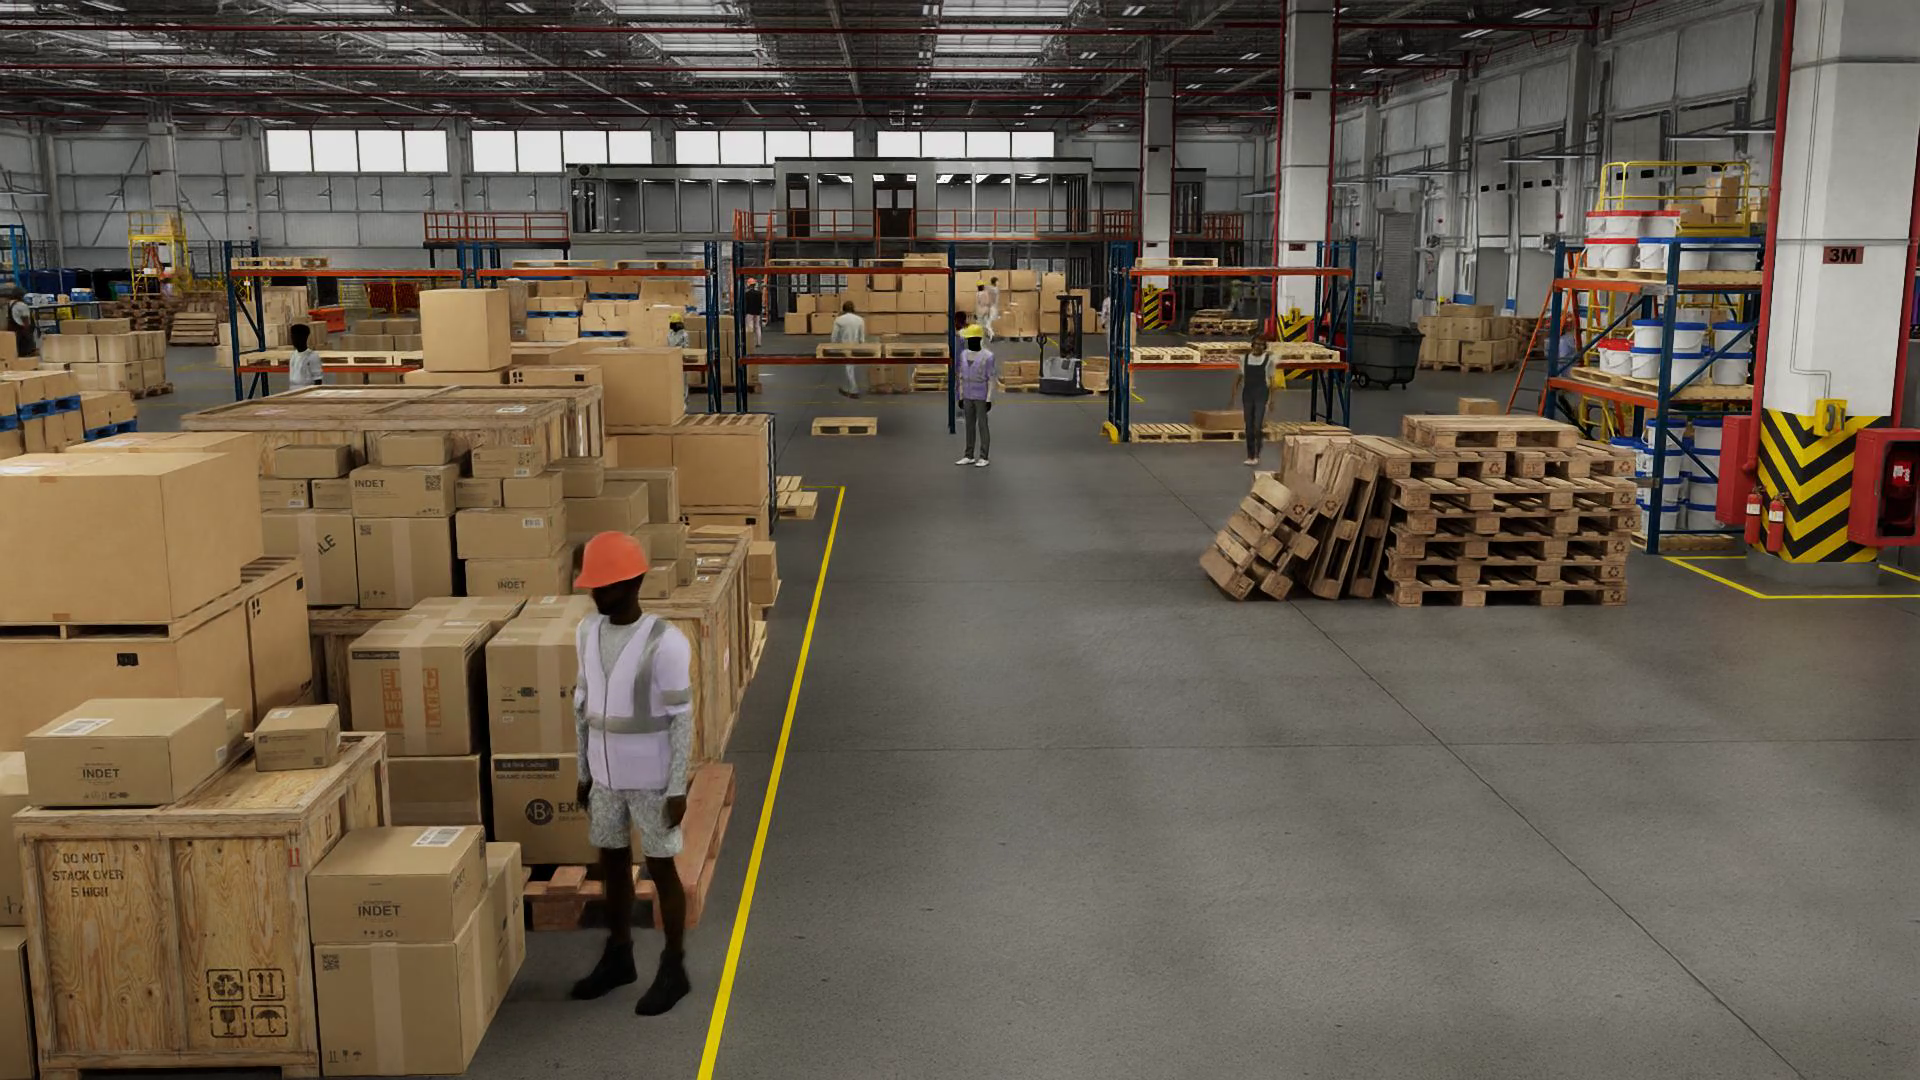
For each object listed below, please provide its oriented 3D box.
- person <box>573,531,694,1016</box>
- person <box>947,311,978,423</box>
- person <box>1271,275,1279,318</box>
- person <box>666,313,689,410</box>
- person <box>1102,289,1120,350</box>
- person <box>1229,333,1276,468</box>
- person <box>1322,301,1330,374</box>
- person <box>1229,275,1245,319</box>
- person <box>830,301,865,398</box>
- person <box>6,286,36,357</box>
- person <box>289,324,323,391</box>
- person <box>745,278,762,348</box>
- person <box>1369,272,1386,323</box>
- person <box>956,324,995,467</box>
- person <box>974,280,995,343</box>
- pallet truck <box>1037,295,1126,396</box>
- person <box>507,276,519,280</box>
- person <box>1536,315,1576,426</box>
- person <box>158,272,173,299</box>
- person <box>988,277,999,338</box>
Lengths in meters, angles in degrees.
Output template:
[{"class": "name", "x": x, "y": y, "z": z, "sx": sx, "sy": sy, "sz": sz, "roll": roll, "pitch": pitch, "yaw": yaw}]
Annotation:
[{"class": "person", "x": -1.310, "y": 0.912, "z": 6.538, "sx": 0.552, "sy": 1.932, "sz": 0.378, "roll": 6, "pitch": 12, "yaw": 29}, {"class": "person", "x": -0.012, "y": -2.896, "z": 27.911, "sx": 0.770, "sy": 1.874, "sz": 0.639, "roll": 5, "pitch": 11, "yaw": 24}, {"class": "person", "x": 11.457, "y": -8.761, "z": 60.415, "sx": 0.358, "sy": 1.938, "sz": 0.542, "roll": 3, "pitch": 11, "yaw": 17}, {"class": "person", "x": -5.119, "y": -3.221, "z": 30.088, "sx": 0.485, "sy": 1.746, "sz": 0.289, "roll": 5, "pitch": 11, "yaw": 26}, {"class": "person", "x": 4.071, "y": -5.746, "z": 44.011, "sx": 0.649, "sy": 1.792, "sz": 0.951, "roll": 0, "pitch": 10, "yaw": 0}, {"class": "person", "x": 3.925, "y": -1.877, "z": 22.394, "sx": 0.558, "sy": 1.812, "sz": 0.688, "roll": 6, "pitch": 12, "yaw": 30}, {"class": "person", "x": 8.364, "y": -4.654, "z": 38.209, "sx": 0.534, "sy": 1.697, "sz": 0.318, "roll": -1, "pitch": 10, "yaw": -3}, {"class": "person", "x": 10.819, "y": -9.513, "z": 64.997, "sx": 0.627, "sy": 1.810, "sz": 0.935, "roll": 10, "pitch": 14, "yaw": 44}, {"class": "person", "x": -2.182, "y": -3.713, "z": 32.453, "sx": 0.646, "sy": 1.892, "sz": 1.014, "roll": -6, "pitch": 12, "yaw": -30}, {"class": "person", "x": -21.573, "y": -4.828, "z": 38.216, "sx": 0.701, "sy": 2.000, "sz": 0.596, "roll": 7, "pitch": 12, "yaw": 33}, {"class": "person", "x": -8.654, "y": -1.874, "z": 21.964, "sx": 0.612, "sy": 1.965, "sz": 0.362, "roll": 7, "pitch": 12, "yaw": 35}, {"class": "person", "x": -5.911, "y": -6.452, "z": 47.385, "sx": 0.610, "sy": 1.996, "sz": 0.378, "roll": -9, "pitch": 14, "yaw": -41}, {"class": "person", "x": 14.997, "y": -8.636, "z": 59.691, "sx": 0.605, "sy": 1.948, "sz": 0.391, "roll": 7, "pitch": 12, "yaw": 33}, {"class": "person", "x": 0.209, "y": -1.954, "z": 22.521, "sx": 0.584, "sy": 1.927, "sz": 0.367, "roll": 8, "pitch": 13, "yaw": 39}, {"class": "person", "x": 0.718, "y": -6.811, "z": 49.682, "sx": 0.613, "sy": 1.894, "sz": 0.676, "roll": -10, "pitch": 14, "yaw": -44}, {"class": "pallet truck", "x": 2.483, "y": -3.881, "z": 33.060, "sx": 1.885, "sy": 1.965, "sz": 0.823, "roll": -7, "pitch": 13, "yaw": -36}, {"class": "person", "x": -17.989, "y": -9.903, "z": 66.931, "sx": 0.583, "sy": 1.882, "sz": 0.350, "roll": 2, "pitch": 10, "yaw": 12}, {"class": "person", "x": 9.472, "y": -2.633, "z": 26.404, "sx": 0.943, "sy": 1.901, "sz": 0.543, "roll": -6, "pitch": 12, "yaw": -29}, {"class": "person", "x": -26.225, "y": -7.784, "z": 54.746, "sx": 0.624, "sy": 2.004, "sz": 0.965, "roll": 7, "pitch": 12, "yaw": 35}, {"class": "person", "x": 1.051, "y": -7.298, "z": 52.261, "sx": 0.355, "sy": 1.936, "sz": 0.637, "roll": 3, "pitch": 11, "yaw": 15}]
